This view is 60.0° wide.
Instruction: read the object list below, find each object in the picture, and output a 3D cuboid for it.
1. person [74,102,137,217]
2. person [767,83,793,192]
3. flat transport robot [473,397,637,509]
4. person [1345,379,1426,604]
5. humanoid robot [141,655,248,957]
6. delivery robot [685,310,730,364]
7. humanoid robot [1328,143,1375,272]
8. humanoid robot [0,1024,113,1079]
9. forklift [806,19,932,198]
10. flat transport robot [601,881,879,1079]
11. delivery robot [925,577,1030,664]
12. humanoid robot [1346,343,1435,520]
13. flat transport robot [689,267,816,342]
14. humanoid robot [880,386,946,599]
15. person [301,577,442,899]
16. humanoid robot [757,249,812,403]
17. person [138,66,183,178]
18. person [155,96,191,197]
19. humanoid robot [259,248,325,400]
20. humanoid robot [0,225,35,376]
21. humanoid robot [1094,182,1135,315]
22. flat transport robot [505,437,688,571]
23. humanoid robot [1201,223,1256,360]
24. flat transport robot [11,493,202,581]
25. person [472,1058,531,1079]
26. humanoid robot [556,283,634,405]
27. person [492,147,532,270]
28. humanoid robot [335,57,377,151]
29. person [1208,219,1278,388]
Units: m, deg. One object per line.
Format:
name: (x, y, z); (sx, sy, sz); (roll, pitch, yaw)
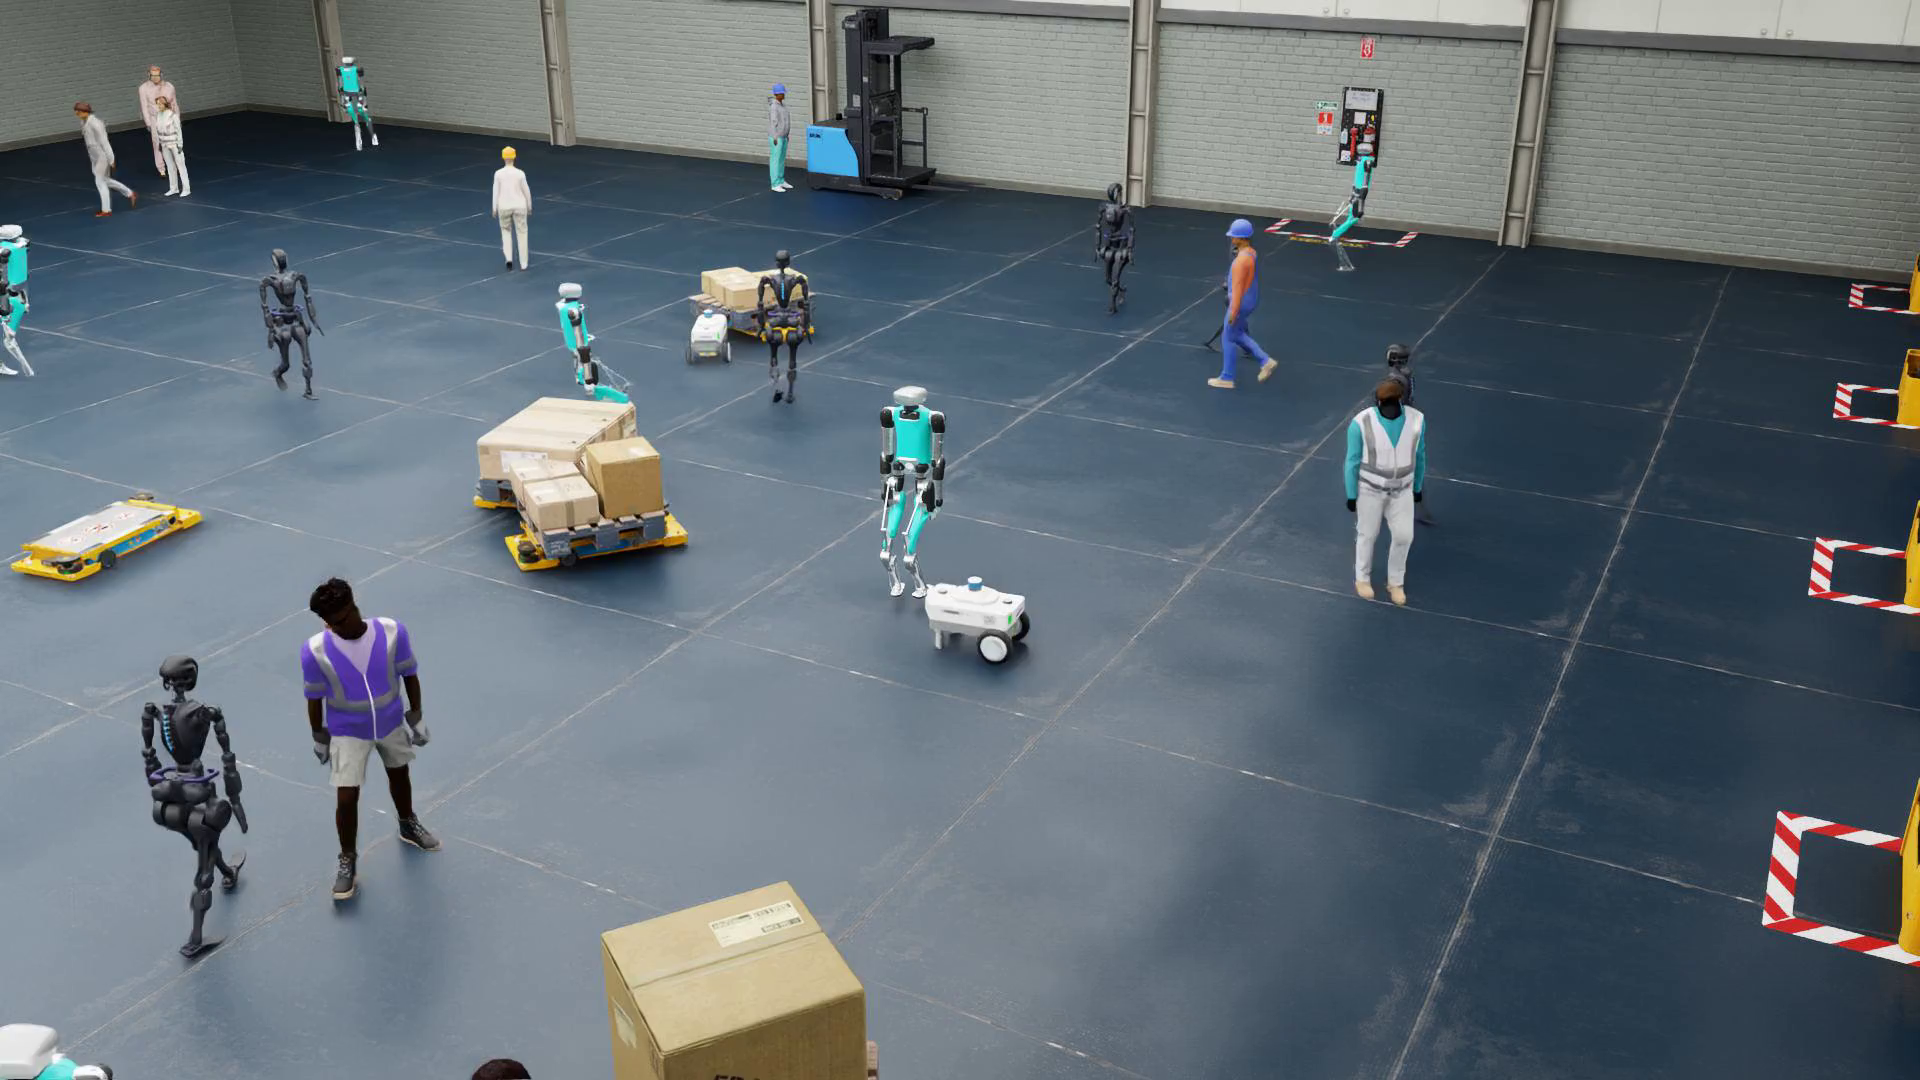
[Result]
person: (-13.533, -6.068, 26.360); (0.551, 1.793, 0.777); (16, 28, 33)
person: (-3.051, -6.803, 28.092); (0.358, 1.778, 0.531); (7, 24, 16)
flat transport robot: (-3.634, -0.442, 15.192); (1.431, 0.231, 0.659); (5, 24, 13)
person: (3.354, -0.366, 13.053); (0.665, 1.813, 0.591); (-2, 23, -4)
humanoid robot: (-4.243, 1.406, 9.195); (0.589, 1.589, 0.880); (4, 24, 9)
delivery robot: (-2.908, -2.353, 19.301); (0.499, 0.613, 0.796); (0, 23, -1)
humanoid robot: (5.300, -4.544, 22.888); (0.671, 1.796, 0.554); (1, 23, 2)
humanoid robot: (-3.342, 2.712, 6.075); (0.552, 1.833, 0.777); (-1, 23, -2)
forklift: (-1.573, -7.292, 27.850); (1.873, 2.768, 1.129); (12, 26, 25)
flat transport robot: (-0.974, 2.851, 7.526); (0.659, 0.231, 1.431); (-1, 23, -1)
delivery robot: (0.147, 0.579, 12.475); (0.783, 0.612, 0.520); (8, 25, 18)
humanoid robot: (3.864, -0.941, 14.639); (0.813, 1.623, 0.601); (19, 30, 38)
flat transport robot: (-2.522, -2.702, 20.454); (1.431, 0.231, 0.659); (21, 31, 40)
humanoid robot: (-0.440, -0.314, 12.867); (0.533, 1.676, 0.735); (8, 24, 18)
person: (-3.429, 1.091, 9.543); (0.729, 1.928, 0.627); (-16, 28, -32)
humanoid robot: (-1.868, -2.246, 17.601); (0.592, 1.648, 0.412); (-2, 23, -4)
person: (-13.969, -7.330, 29.163); (0.408, 1.902, 0.635); (21, 31, 40)
person: (-13.131, -6.554, 27.680); (0.513, 1.641, 0.306); (9, 25, 19)
humanoid robot: (-7.210, -2.339, 17.856); (0.647, 1.637, 0.598); (20, 30, 38)
humanoid robot: (-10.621, -2.585, 18.361); (0.900, 1.776, 0.553); (0, 23, 1)
humanoid robot: (2.021, -3.715, 21.063); (0.596, 1.634, 0.670); (16, 28, 33)
flat transport robot: (-3.143, -0.063, 14.310); (1.431, 0.231, 0.659); (-11, 26, -24)
humanoid robot: (3.175, -2.894, 19.209); (0.782, 1.644, 0.621); (13, 26, 27)
flat transport robot: (-7.290, -0.032, 14.236); (0.659, 0.231, 1.431); (8, 25, 19)
person: (-1.562, 2.656, 5.957); (0.970, 1.867, 0.601); (12, 26, 26)
humanoid robot: (-3.458, -1.629, 16.121); (0.770, 1.791, 0.532); (-10, 25, -23)
person: (-6.216, -4.590, 23.063); (0.550, 1.674, 0.478); (-6, 24, -13)
humanoid robot: (-11.475, -8.356, 31.803); (0.553, 1.805, 0.903); (1, 23, 1)
person: (3.103, -2.547, 18.058); (0.639, 1.881, 0.529); (10, 25, 22)
